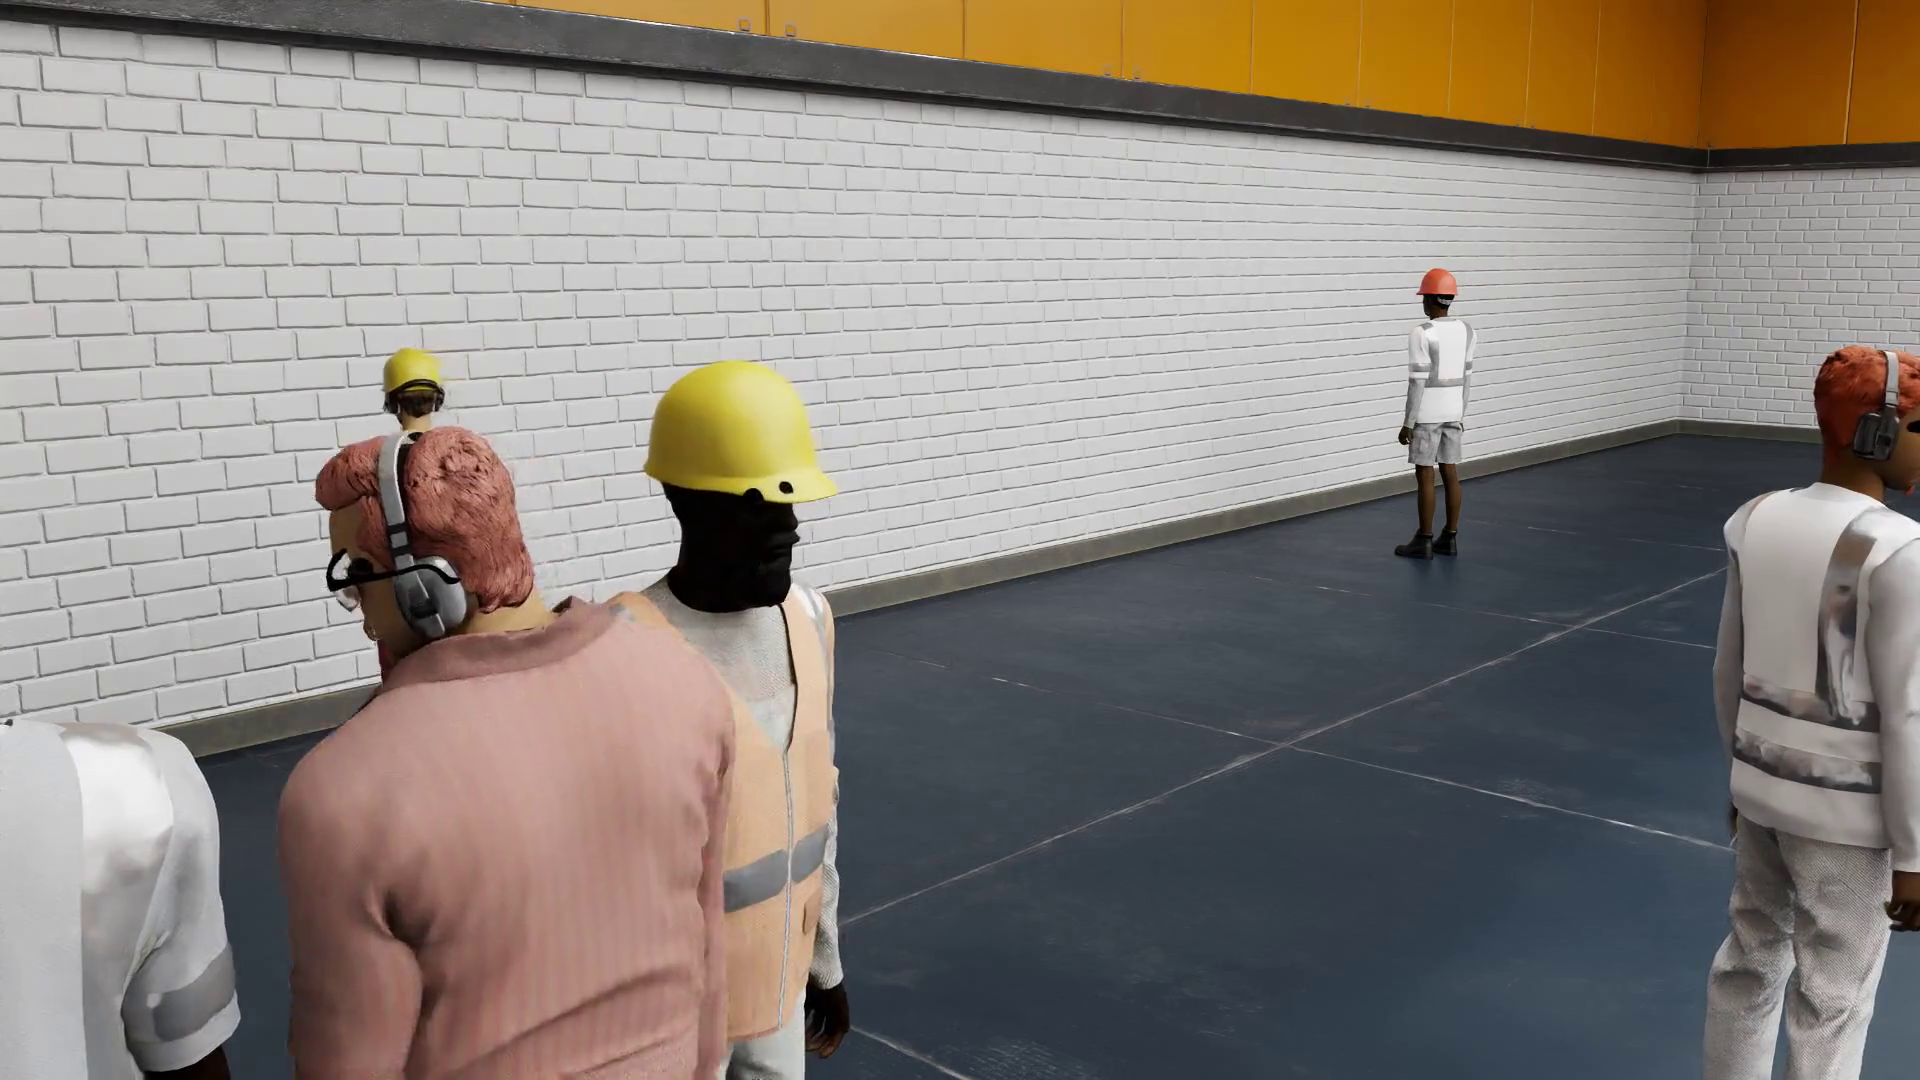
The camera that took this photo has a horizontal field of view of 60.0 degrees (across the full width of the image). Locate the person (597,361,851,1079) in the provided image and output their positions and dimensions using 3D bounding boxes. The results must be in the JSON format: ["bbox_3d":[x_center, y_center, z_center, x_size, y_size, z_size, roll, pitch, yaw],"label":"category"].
[{"bbox_3d":[-0.355,0.686,2.541,0.412,1.917,0.587,6,12,31],"label":"person"}]

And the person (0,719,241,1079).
[{"bbox_3d":[-1.018,0.813,1.663,0.367,1.967,0.606,10,14,44],"label":"person"}]

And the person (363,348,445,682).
[{"bbox_3d":[-1.906,0.167,6.033,0.541,1.725,0.902,-8,13,-38],"label":"person"}]

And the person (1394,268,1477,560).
[{"bbox_3d":[3.166,-0.836,11.133,0.543,1.939,0.360,-6,11,-29],"label":"person"}]

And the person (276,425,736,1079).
[{"bbox_3d":[-0.503,0.786,2.100,0.700,1.872,0.651,9,14,43],"label":"person"}]

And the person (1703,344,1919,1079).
[{"bbox_3d":[1.757,0.553,3.383,0.356,1.884,0.573,-2,10,-9],"label":"person"}]
